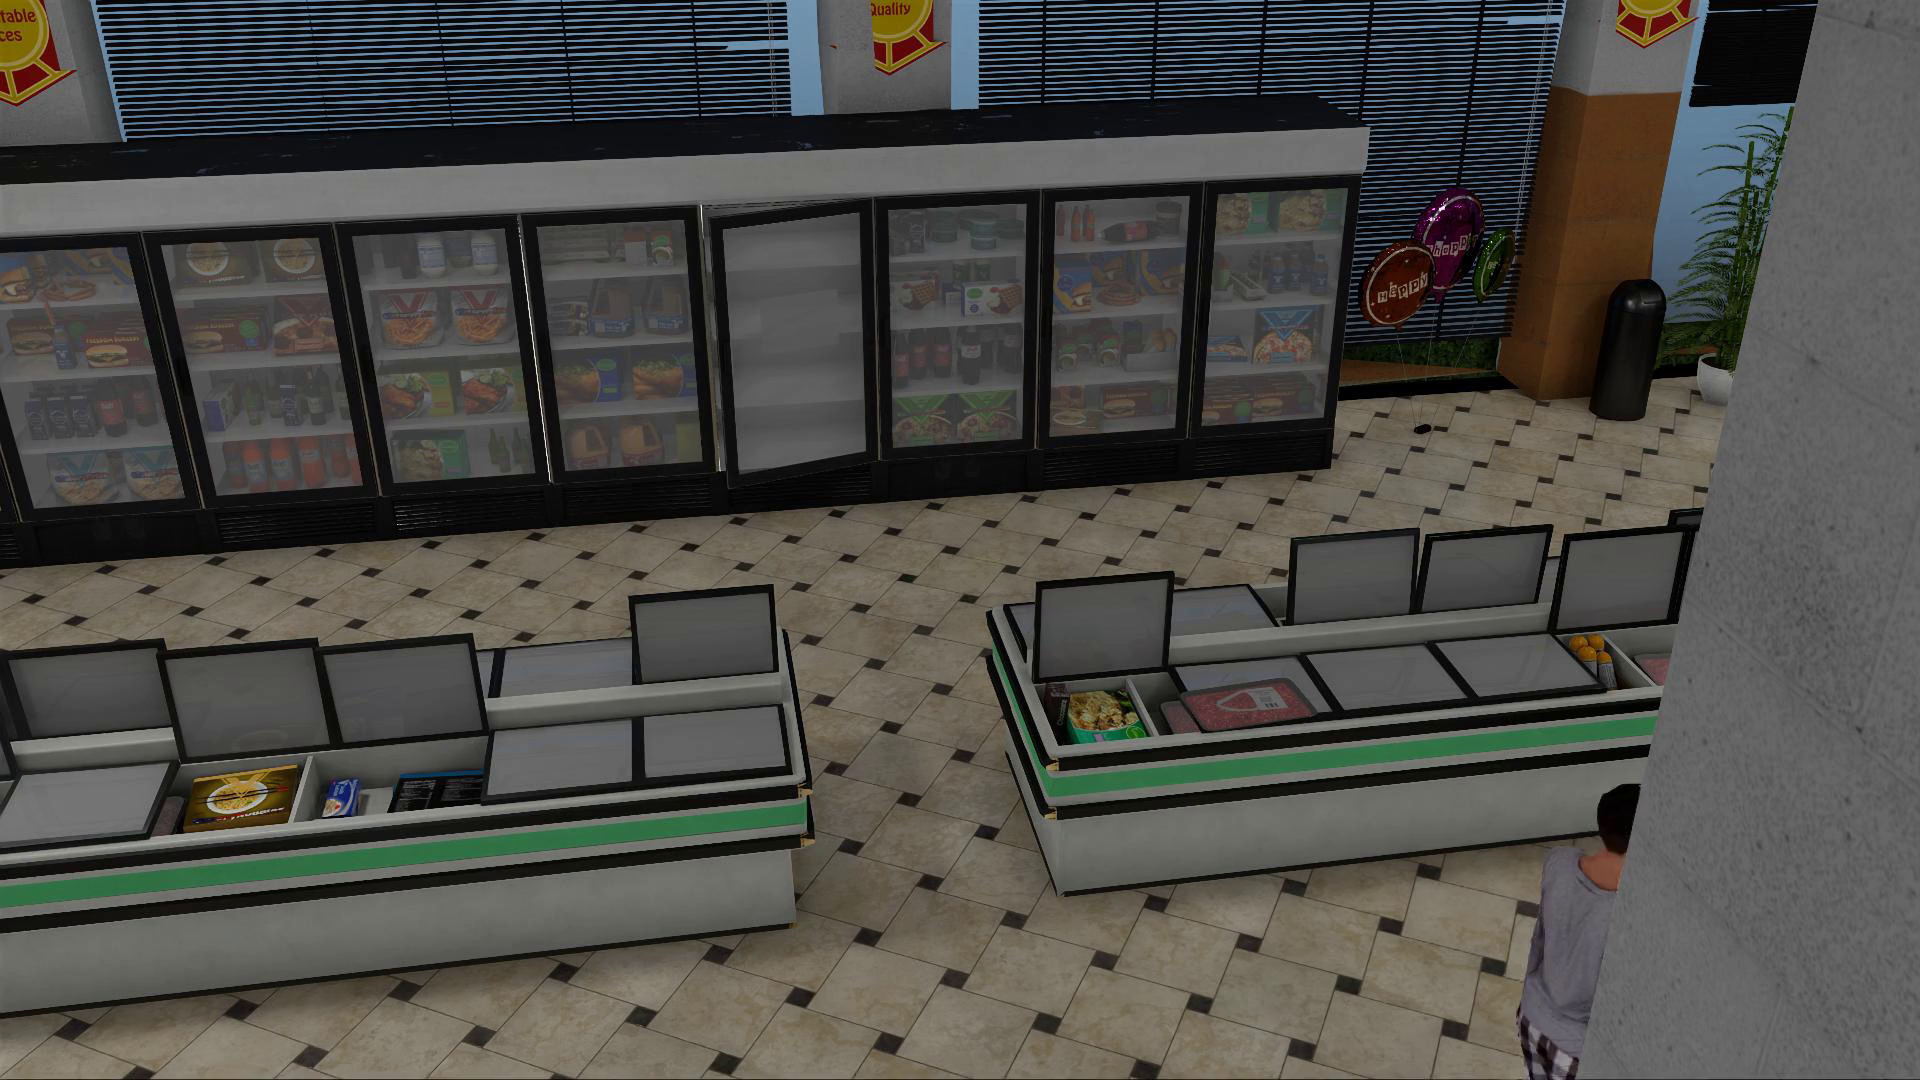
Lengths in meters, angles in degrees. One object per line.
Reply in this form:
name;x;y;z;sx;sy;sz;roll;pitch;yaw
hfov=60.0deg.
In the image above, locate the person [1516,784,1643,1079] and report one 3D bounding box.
person;1.846;1.559;5.162;0.948;1.831;0.762;-12;29;-22
